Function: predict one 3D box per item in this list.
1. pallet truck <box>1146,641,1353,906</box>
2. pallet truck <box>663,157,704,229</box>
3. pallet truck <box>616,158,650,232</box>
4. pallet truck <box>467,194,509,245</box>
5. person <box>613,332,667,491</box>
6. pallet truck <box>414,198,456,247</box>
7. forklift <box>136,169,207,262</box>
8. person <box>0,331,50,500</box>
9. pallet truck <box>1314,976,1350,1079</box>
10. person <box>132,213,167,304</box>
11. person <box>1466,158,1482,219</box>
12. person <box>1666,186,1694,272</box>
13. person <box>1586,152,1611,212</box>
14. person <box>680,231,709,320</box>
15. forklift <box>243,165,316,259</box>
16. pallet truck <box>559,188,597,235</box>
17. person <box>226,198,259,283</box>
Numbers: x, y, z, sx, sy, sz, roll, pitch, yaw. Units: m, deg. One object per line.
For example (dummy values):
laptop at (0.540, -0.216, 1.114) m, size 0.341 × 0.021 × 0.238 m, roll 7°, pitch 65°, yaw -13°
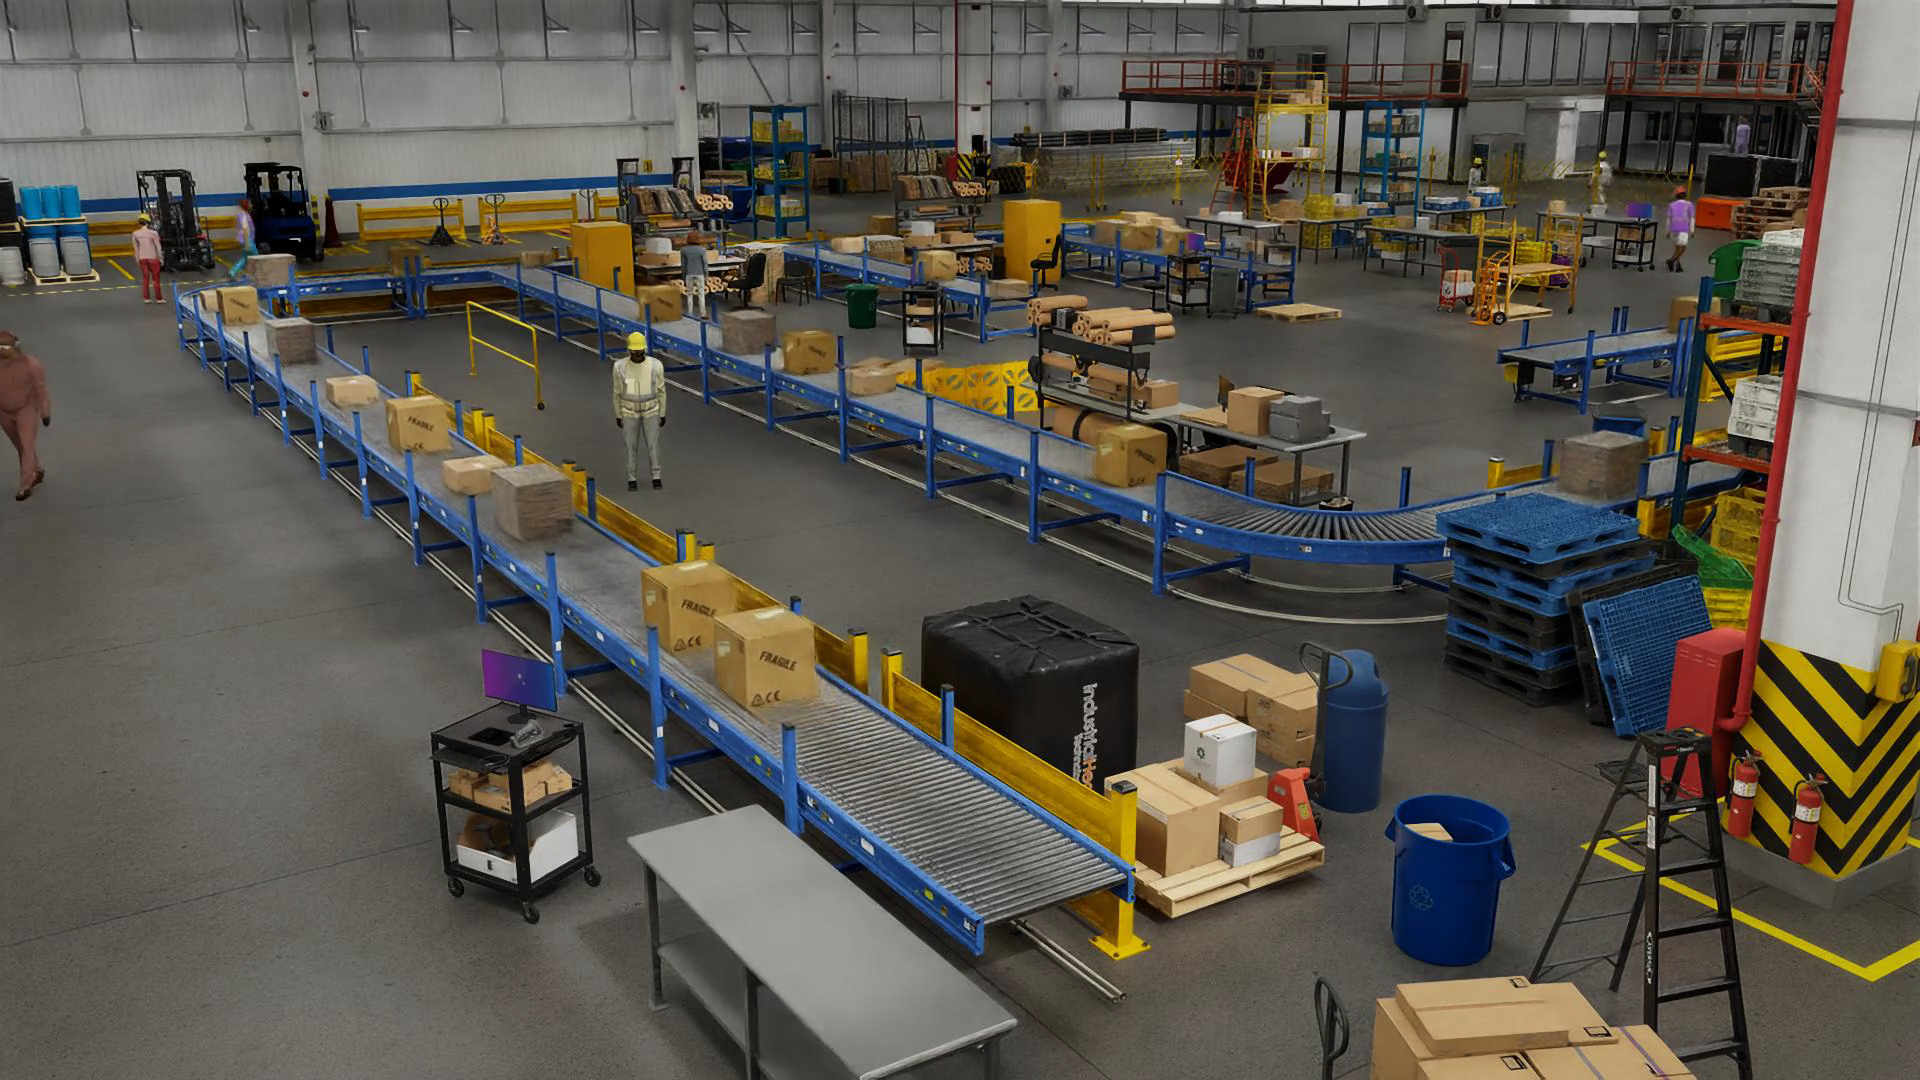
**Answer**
pallet truck at (1.664, 1.407, 10.232) m, size 1.630 × 1.274 × 0.653 m, roll -10°, pitch 20°, yaw -31°
pallet truck at (-7.586, -9.308, 44.692) m, size 0.823 × 1.965 × 1.885 m, roll -11°, pitch 20°, yaw -33°
pallet truck at (-8.918, -9.176, 44.255) m, size 0.823 × 1.965 × 1.885 m, roll -9°, pitch 19°, yaw -27°
pallet truck at (-11.983, -8.177, 42.137) m, size 0.704 × 1.261 × 1.522 m, roll -11°, pitch 20°, yaw -33°
person at (-3.626, -1.460, 18.872) m, size 0.591 × 1.826 × 0.403 m, roll -3°, pitch 17°, yaw -10°
pallet truck at (-13.250, -8.060, 41.856) m, size 0.680 × 1.201 × 1.601 m, roll -10°, pitch 20°, yaw -31°
forklift at (-17.842, -7.318, 37.559) m, size 1.157 × 1.987 × 2.680 m, roll -10°, pitch 20°, yaw -31°
person at (-10.650, -1.454, 18.807) m, size 0.637 × 1.867 × 0.988 m, roll -2°, pitch 17°, yaw -5°
pallet truck at (2.299, 2.390, 7.086) m, size 1.601 × 1.201 × 0.680 m, roll -2°, pitch 17°, yaw -7°
person at (-15.731, -5.454, 32.277) m, size 0.533 × 1.756 × 0.339 m, roll 2°, pitch 17°, yaw 5°
person at (14.759, -10.069, 47.676) m, size 0.484 × 1.735 × 0.311 m, roll -14°, pitch 22°, yaw -39°
person at (15.780, -6.805, 36.552) m, size 0.738 × 1.888 × 0.615 m, roll -14°, pitch 22°, yaw -40°
person at (19.023, -10.616, 49.406) m, size 0.591 × 1.794 × 0.898 m, roll -9°, pitch 19°, yaw -26°
person at (-4.842, -4.824, 30.397) m, size 0.500 × 1.633 × 0.281 m, roll 1°, pitch 17°, yaw 4°
forklift at (-15.898, -7.669, 38.708) m, size 1.157 × 1.987 × 2.680 m, roll -11°, pitch 20°, yaw -33°
pallet truck at (-10.010, -8.652, 43.699) m, size 0.653 × 1.274 × 1.630 m, roll -10°, pitch 20°, yaw -31°
person at (-14.960, -6.235, 34.766) m, size 0.784 × 1.826 × 0.568 m, roll -8°, pitch 18°, yaw -24°
